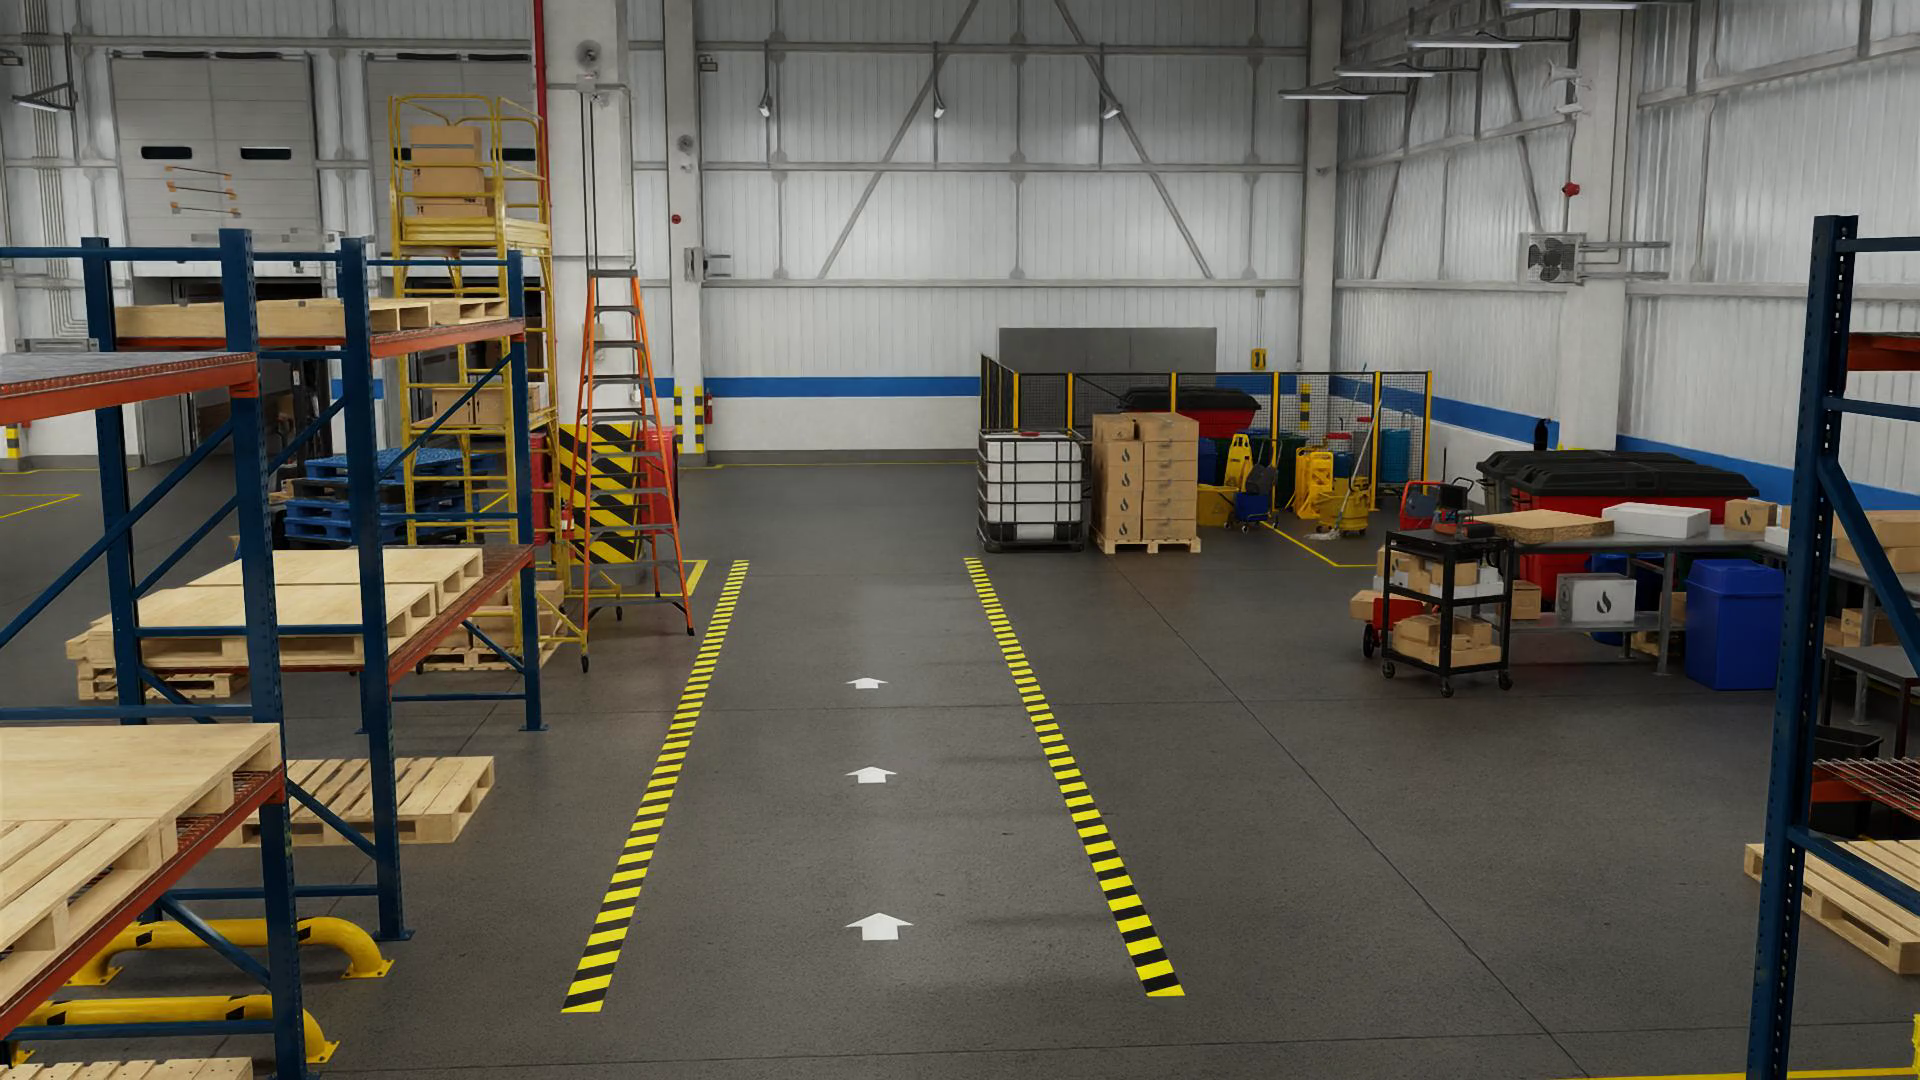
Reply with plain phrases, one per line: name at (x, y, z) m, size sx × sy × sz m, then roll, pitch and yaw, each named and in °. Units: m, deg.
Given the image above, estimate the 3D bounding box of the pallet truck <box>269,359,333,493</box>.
pallet truck at (-7.062, -1.131, 18.996) m, size 1.885 × 1.965 × 0.823 m, roll 2°, pitch 9°, yaw 13°
